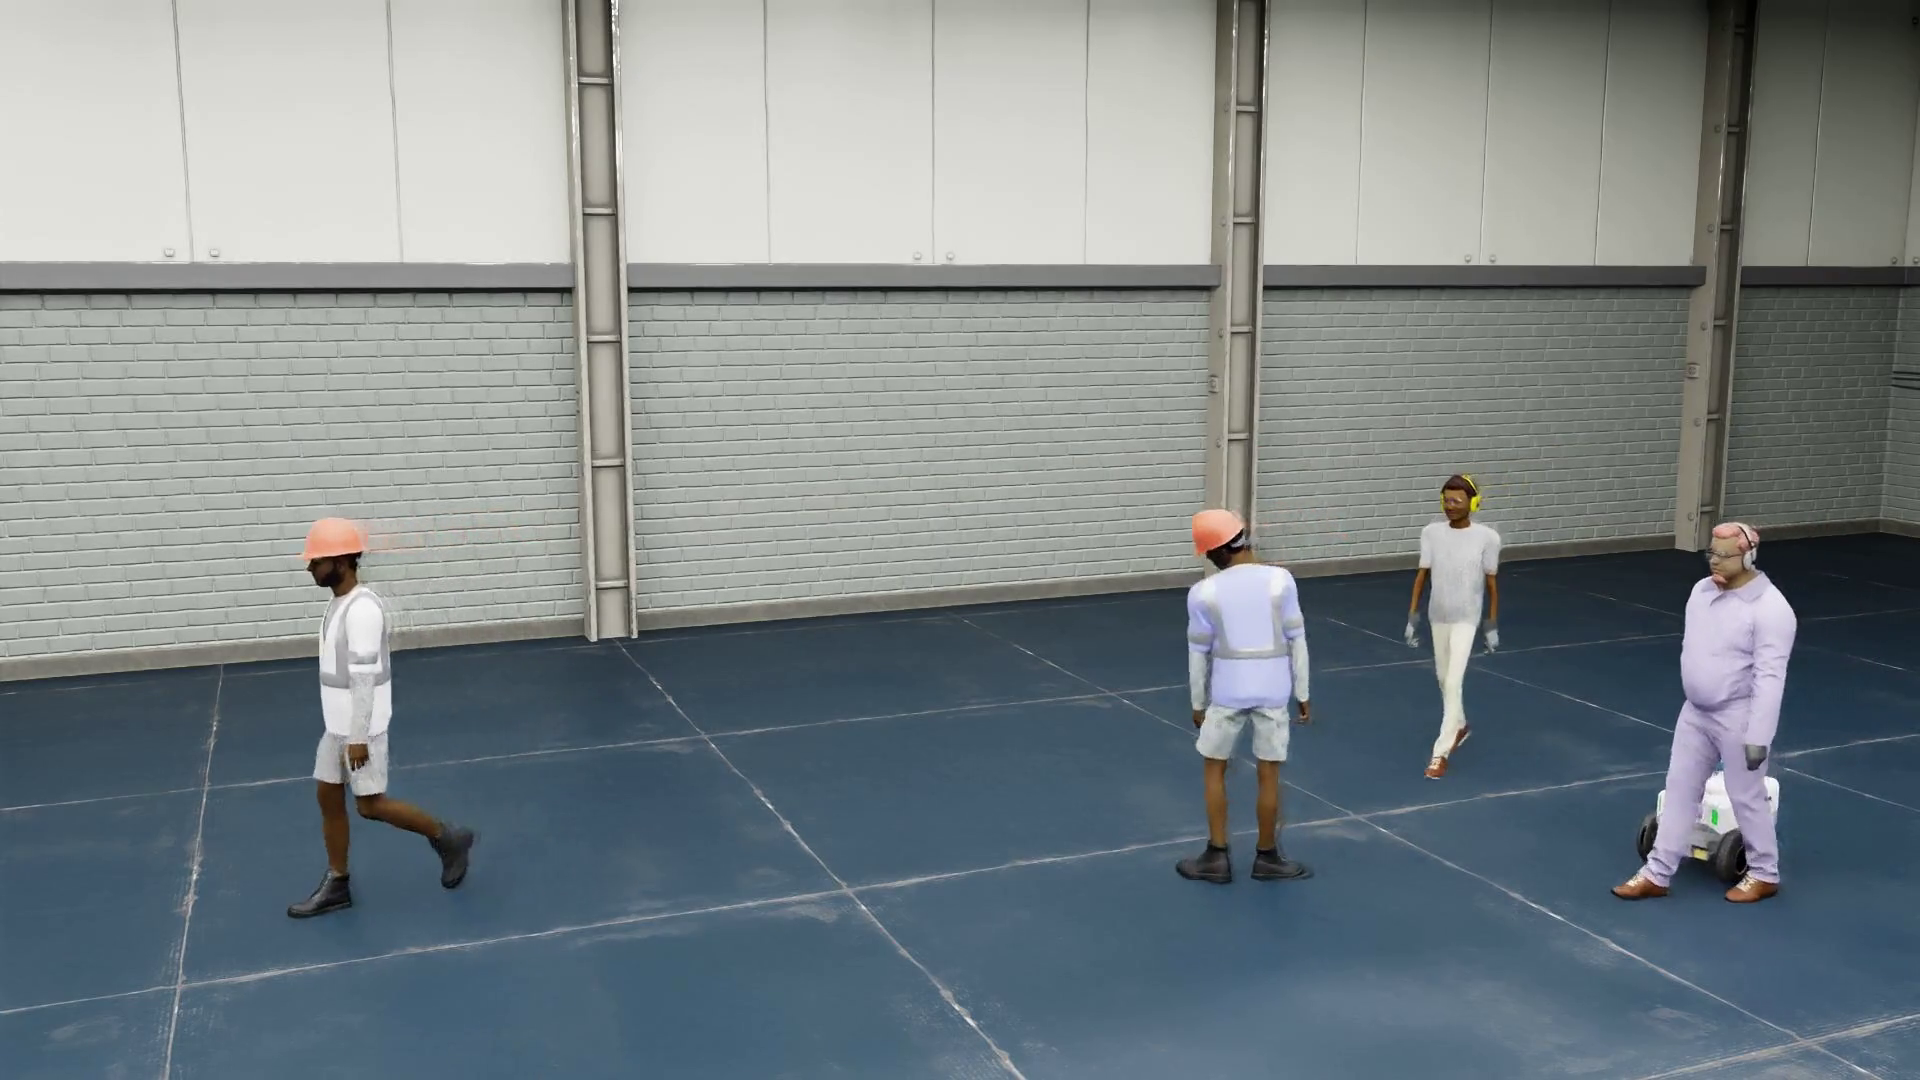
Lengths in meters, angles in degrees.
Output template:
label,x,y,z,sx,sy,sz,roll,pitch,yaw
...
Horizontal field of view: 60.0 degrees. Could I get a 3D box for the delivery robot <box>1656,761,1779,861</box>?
label,x,y,z,sx,sy,sz,roll,pitch,yaw
delivery robot,3.902,1.357,8.553,0.707,0.478,0.477,-7,12,-39

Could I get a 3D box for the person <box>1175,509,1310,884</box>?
label,x,y,z,sx,sy,sz,roll,pitch,yaw
person,1.452,0.786,8.315,0.664,1.885,0.365,1,9,7

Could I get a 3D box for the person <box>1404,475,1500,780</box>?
label,x,y,z,sx,sy,sz,roll,pitch,yaw
person,3.058,0.492,10.320,0.538,1.827,0.948,7,12,38

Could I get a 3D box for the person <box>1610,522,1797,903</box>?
label,x,y,z,sx,sy,sz,roll,pitch,yaw
person,3.628,0.843,7.958,0.824,1.872,0.668,-3,9,-17

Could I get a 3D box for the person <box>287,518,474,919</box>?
label,x,y,z,sx,sy,sz,roll,pitch,yaw
person,-2.799,0.832,7.912,0.786,1.913,0.553,-7,11,-37
